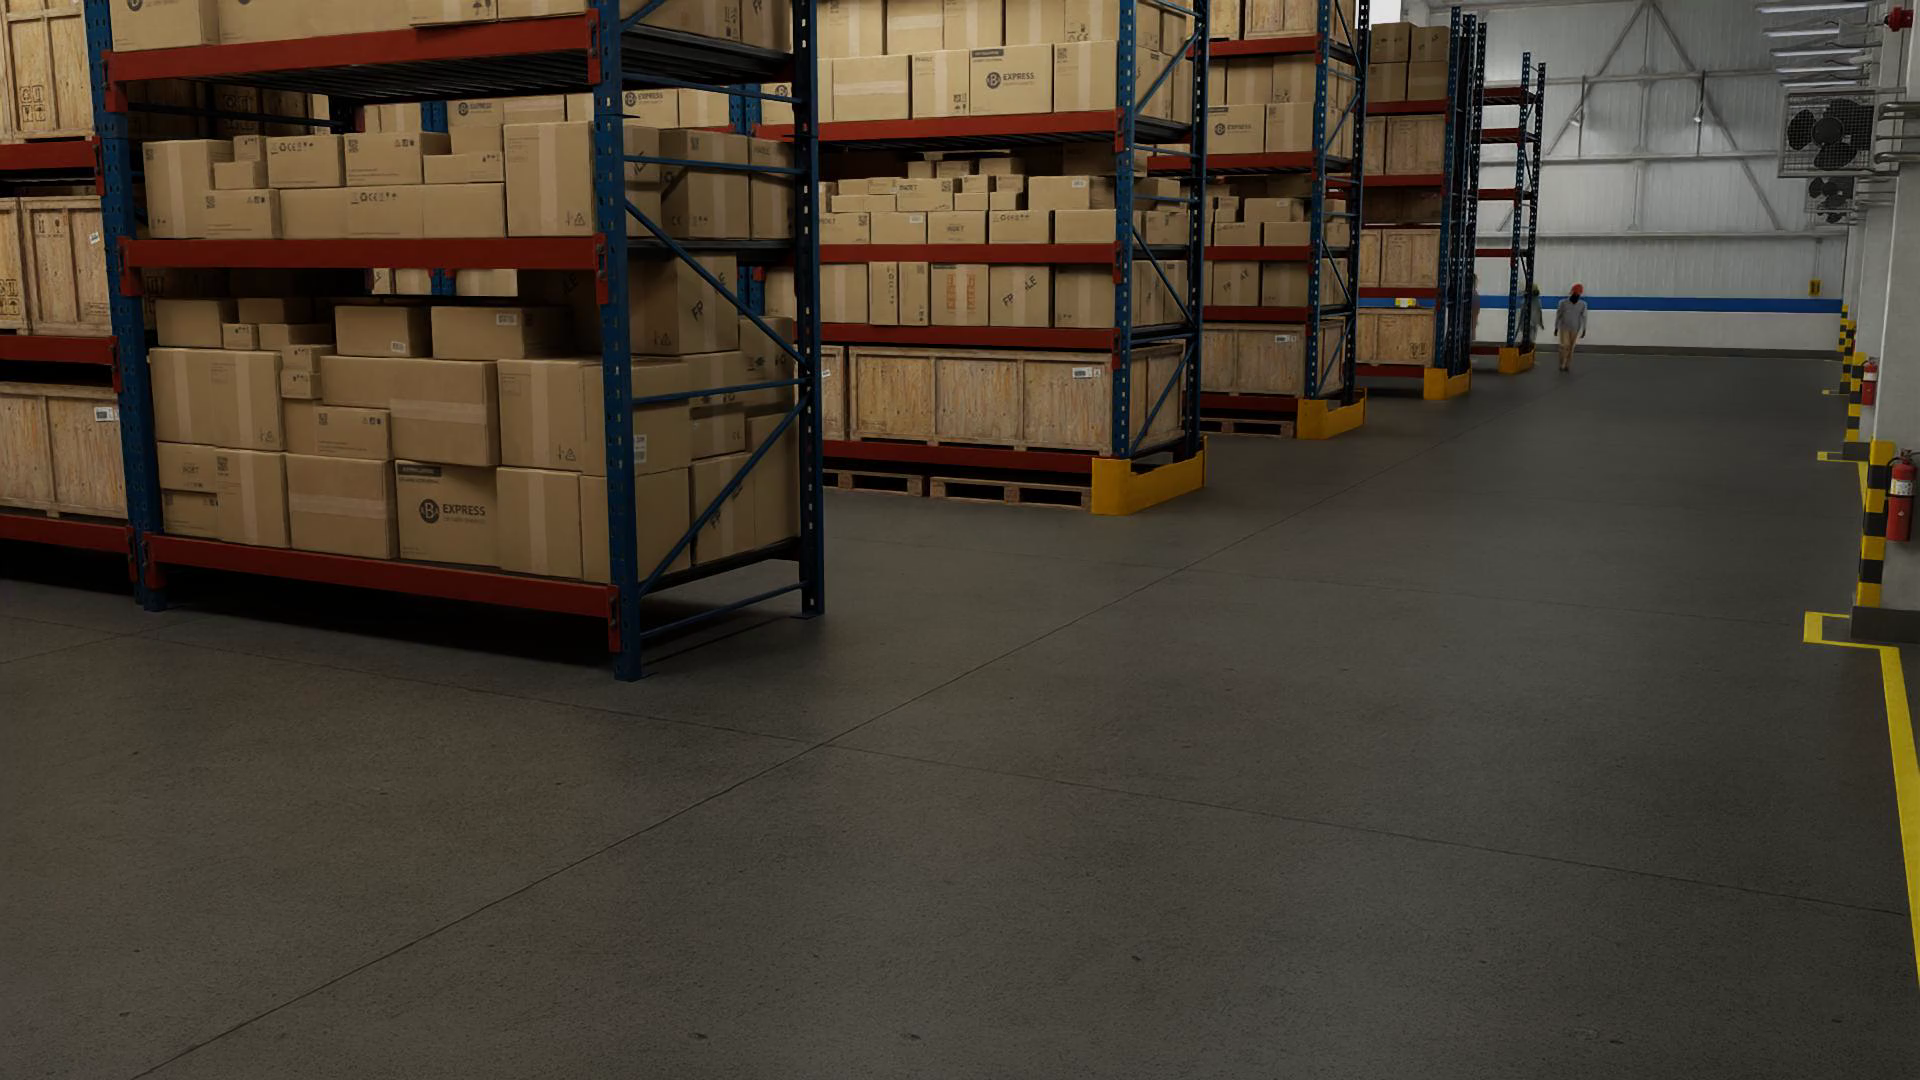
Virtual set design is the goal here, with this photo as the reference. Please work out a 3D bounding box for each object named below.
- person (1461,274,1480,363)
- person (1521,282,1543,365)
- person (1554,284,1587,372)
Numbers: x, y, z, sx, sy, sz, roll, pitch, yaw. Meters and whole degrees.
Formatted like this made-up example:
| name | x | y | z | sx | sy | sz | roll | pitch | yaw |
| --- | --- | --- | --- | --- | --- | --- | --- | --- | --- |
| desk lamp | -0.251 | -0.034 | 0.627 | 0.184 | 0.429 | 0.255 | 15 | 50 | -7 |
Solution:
| name | x | y | z | sx | sy | sz | roll | pitch | yaw |
| --- | --- | --- | --- | --- | --- | --- | --- | --- | --- |
| person | 10.832 | -4.698 | 35.320 | 0.443 | 1.893 | 0.651 | 6 | 11 | 31 |
| person | 11.912 | -4.528 | 34.803 | 0.487 | 1.718 | 0.777 | -6 | 11 | -30 |
| person | 11.971 | -4.136 | 32.551 | 0.582 | 1.709 | 0.819 | 2 | 10 | 11 |
